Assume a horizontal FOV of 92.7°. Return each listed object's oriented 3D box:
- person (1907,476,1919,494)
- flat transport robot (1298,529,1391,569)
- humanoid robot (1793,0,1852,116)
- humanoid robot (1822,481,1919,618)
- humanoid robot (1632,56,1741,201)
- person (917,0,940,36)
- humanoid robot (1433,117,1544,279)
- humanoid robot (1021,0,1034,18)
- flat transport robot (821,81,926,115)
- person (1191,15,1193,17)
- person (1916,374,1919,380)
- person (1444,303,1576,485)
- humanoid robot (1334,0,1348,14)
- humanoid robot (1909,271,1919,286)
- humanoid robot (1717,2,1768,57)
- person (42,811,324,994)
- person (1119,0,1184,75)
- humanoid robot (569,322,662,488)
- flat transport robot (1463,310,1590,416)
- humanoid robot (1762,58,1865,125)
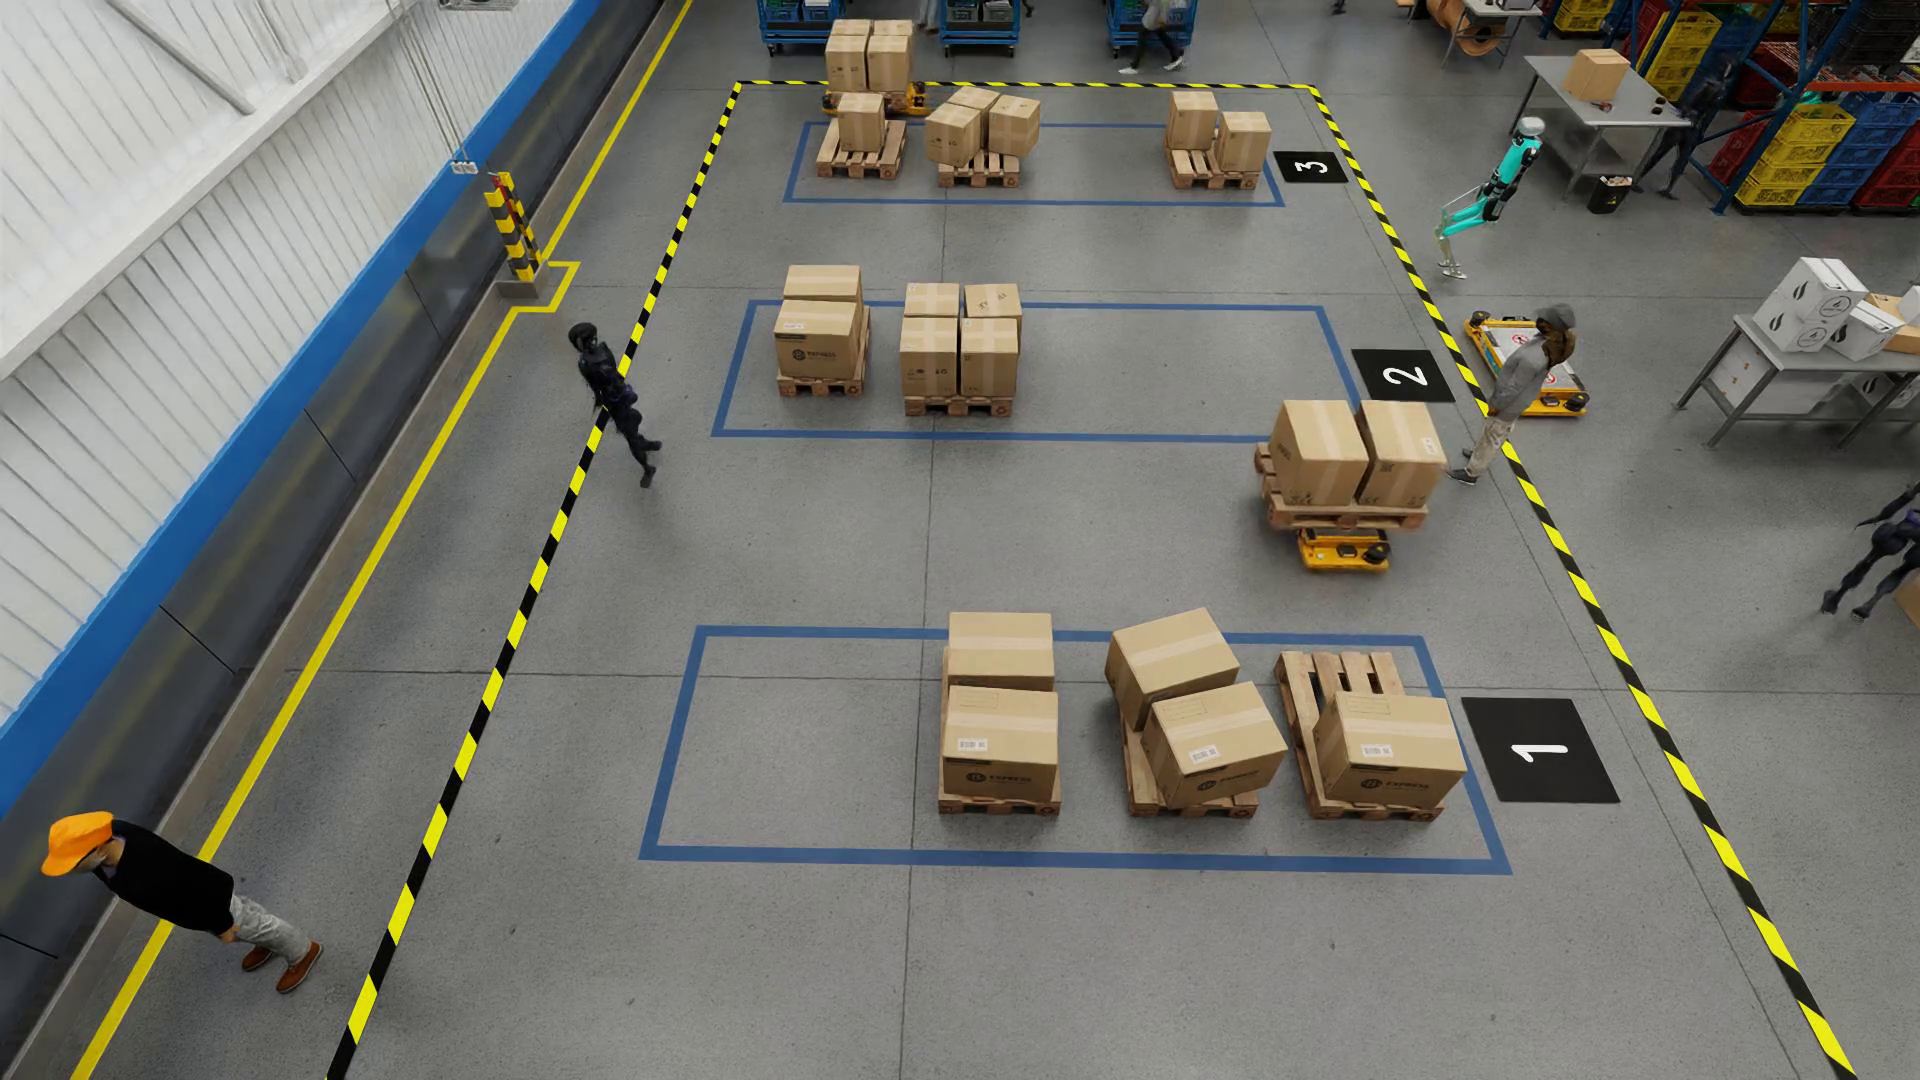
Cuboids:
[{"bbox_3d":[8.619,-1.040,7.322,0.603,1.950,0.381,36,58,27],"label":"person"},{"bbox_3d":[3.141,-0.363,7.829,0.652,0.197,1.431,1,49,1],"label":"flat transport robot"},{"bbox_3d":[11.184,-6.078,11.855,0.748,1.834,0.530,-5,49,-4],"label":"humanoid robot"},{"bbox_3d":[6.918,-0.024,6.620,0.588,1.654,0.360,35,58,26],"label":"humanoid robot"},{"bbox_3d":[8.571,-4.815,10.775,0.588,1.636,0.662,-17,51,-14],"label":"humanoid robot"},{"bbox_3d":[-0.371,-8.798,14.070,0.649,1.898,0.504,33,57,25],"label":"person"},{"bbox_3d":[5.366,-3.557,9.553,0.735,1.674,0.533,8,50,7],"label":"humanoid robot"},{"bbox_3d":[0.846,-9.284,14.675,0.733,1.629,0.614,-11,50,-9],"label":"humanoid robot"},{"bbox_3d":[-1.208,-6.245,12.920,1.431,0.197,0.652,1,49,1],"label":"flat transport robot"},{"bbox_3d":[3.396,-9.188,14.386,0.866,1.927,0.618,10,50,8],"label":"person"},{"bbox_3d":[9.296,-2.240,8.446,0.653,1.825,0.805,23,53,19],"label":"person"},{"bbox_3d":[4.582,-1.186,7.567,0.399,1.769,0.563,36,58,27],"label":"person"},{"bbox_3d":[6.399,-9.398,14.732,0.384,1.644,0.612,-20,52,-16],"label":"humanoid robot"},{"bbox_3d":[10.567,-3.351,9.395,0.535,1.694,0.737,4,49,4],"label":"humanoid robot"},{"bbox_3d":[11.658,-7.961,13.497,0.892,1.830,0.532,-5,49,-4],"label":"humanoid robot"},{"bbox_3d":[-4.032,1.901,4.820,0.589,1.884,0.356,21,52,17],"label":"person"},{"bbox_3d":[2.878,-7.616,13.104,0.908,1.814,0.594,5,49,4],"label":"person"},{"bbox_3d":[-2.796,-1.160,7.609,0.462,1.647,0.613,-34,57,-26],"label":"humanoid robot"},{"bbox_3d":[5.573,-1.757,9.054,0.659,0.231,1.431,1,49,1],"label":"flat transport robot"},{"bbox_3d":[10.588,-5.627,11.431,0.804,1.766,0.537,6,49,5],"label":"humanoid robot"}]
